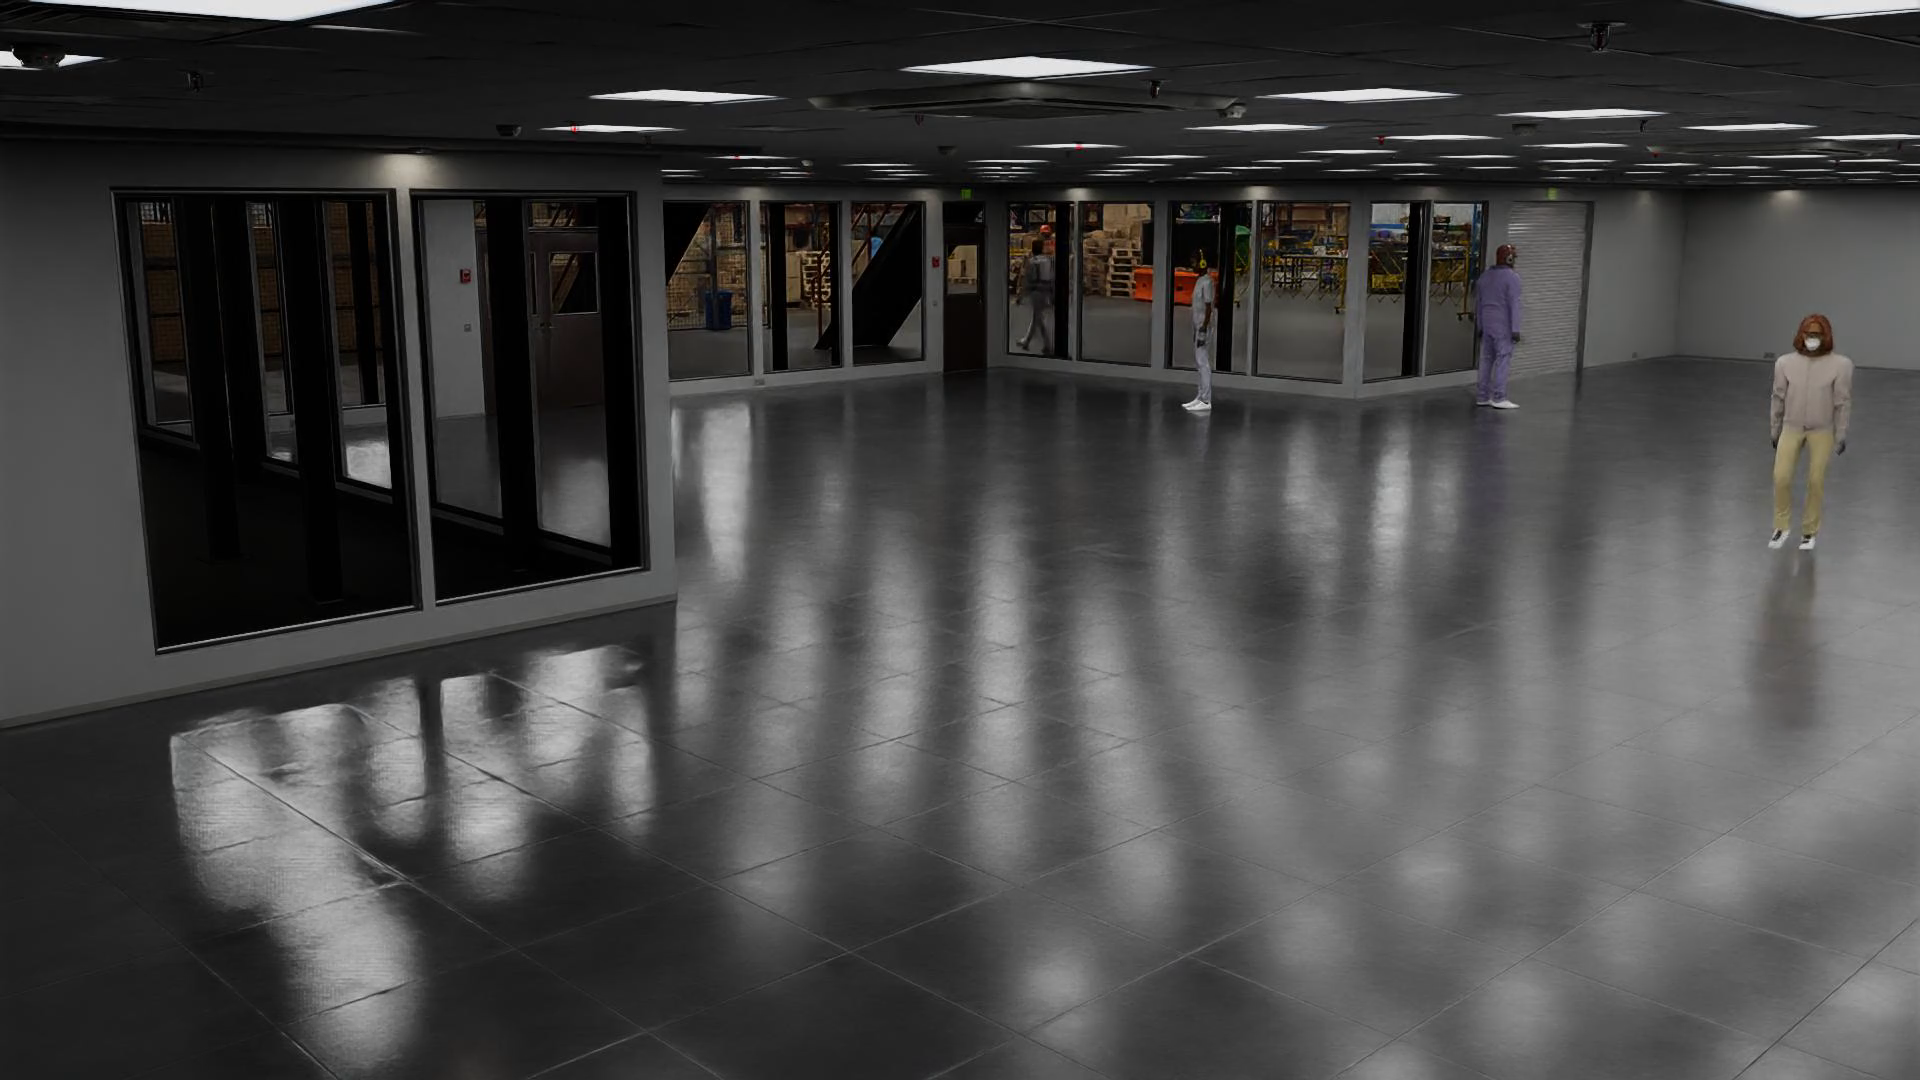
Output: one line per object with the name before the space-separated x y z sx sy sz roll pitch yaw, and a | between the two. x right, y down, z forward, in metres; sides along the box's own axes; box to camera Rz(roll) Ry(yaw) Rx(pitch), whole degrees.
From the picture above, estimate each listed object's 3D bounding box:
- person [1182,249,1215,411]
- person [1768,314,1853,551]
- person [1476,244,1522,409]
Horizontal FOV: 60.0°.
person | 2.775 -2.425 19.231 0.329 1.865 0.507 0 11 0
person | 5.743 -0.713 11.273 0.511 1.616 0.519 8 14 34
person | 6.320 -2.487 19.423 0.401 1.906 0.649 -5 12 -23
